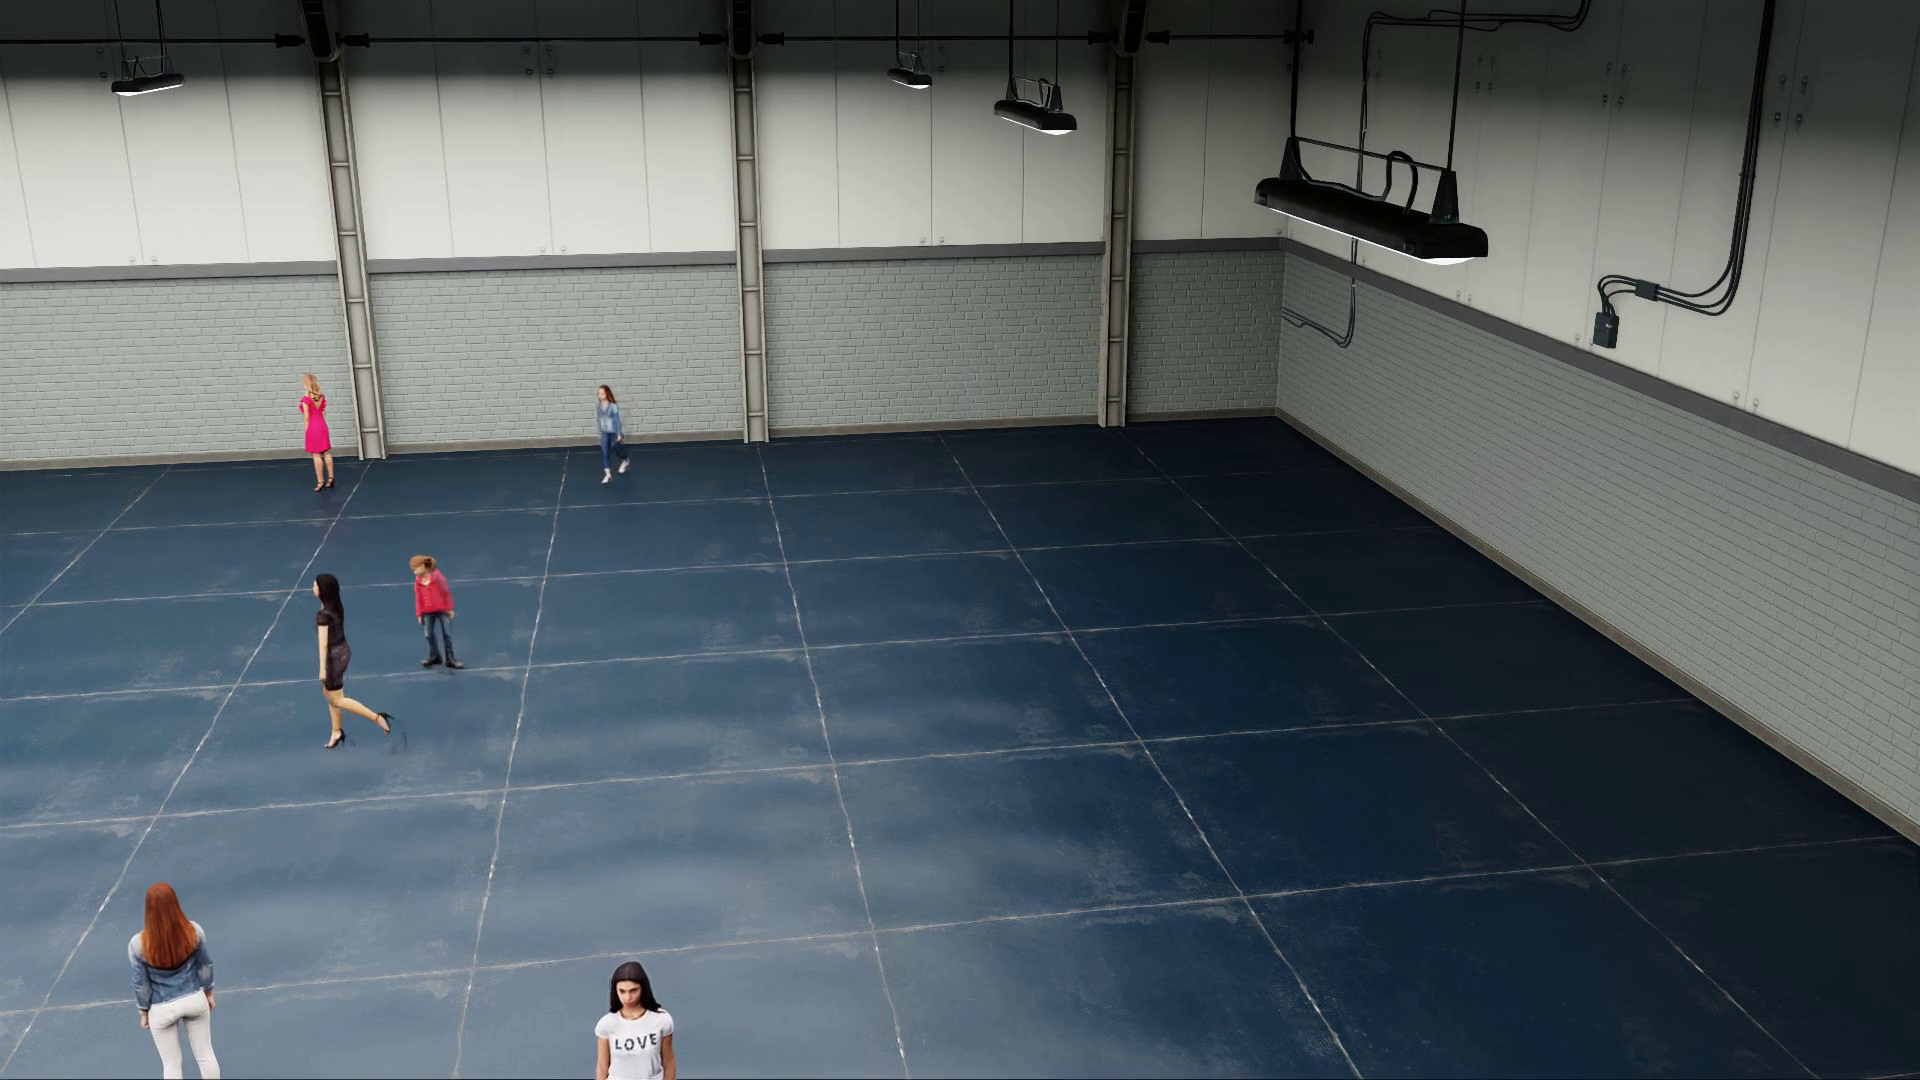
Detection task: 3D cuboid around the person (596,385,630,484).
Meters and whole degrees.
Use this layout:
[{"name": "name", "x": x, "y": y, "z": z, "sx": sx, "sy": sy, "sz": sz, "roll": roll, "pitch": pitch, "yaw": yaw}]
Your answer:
[{"name": "person", "x": -5.168, "y": -1.602, "z": 24.786, "sx": 0.983, "sy": 1.443, "sz": 0.907, "roll": 6, "pitch": 19, "yaw": 19}]

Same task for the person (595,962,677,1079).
[{"name": "person", "x": -1.849, "y": 3.197, "z": 9.510, "sx": 0.534, "sy": 1.777, "sz": 0.656, "roll": -4, "pitch": 18, "yaw": -11}]

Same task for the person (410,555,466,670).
[{"name": "person", "x": -5.542, "y": 0.762, "z": 17.774, "sx": 0.459, "sy": 1.290, "sz": 0.721, "roll": -5, "pitch": 19, "yaw": -16}]

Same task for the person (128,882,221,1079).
[{"name": "person", "x": -4.909, "y": 2.933, "z": 10.443, "sx": 0.603, "sy": 1.702, "sz": 0.749, "roll": -12, "pitch": 22, "yaw": -33}]

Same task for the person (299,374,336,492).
[{"name": "person", "x": -9.368, "y": -1.572, "z": 24.246, "sx": 0.696, "sy": 1.721, "sz": 0.668, "roll": 7, "pitch": 19, "yaw": 21}]

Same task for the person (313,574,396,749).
[{"name": "person", "x": -5.809, "y": 1.185, "z": 15.707, "sx": 0.954, "sy": 1.766, "sz": 0.642, "roll": -1, "pitch": 18, "yaw": -4}]
